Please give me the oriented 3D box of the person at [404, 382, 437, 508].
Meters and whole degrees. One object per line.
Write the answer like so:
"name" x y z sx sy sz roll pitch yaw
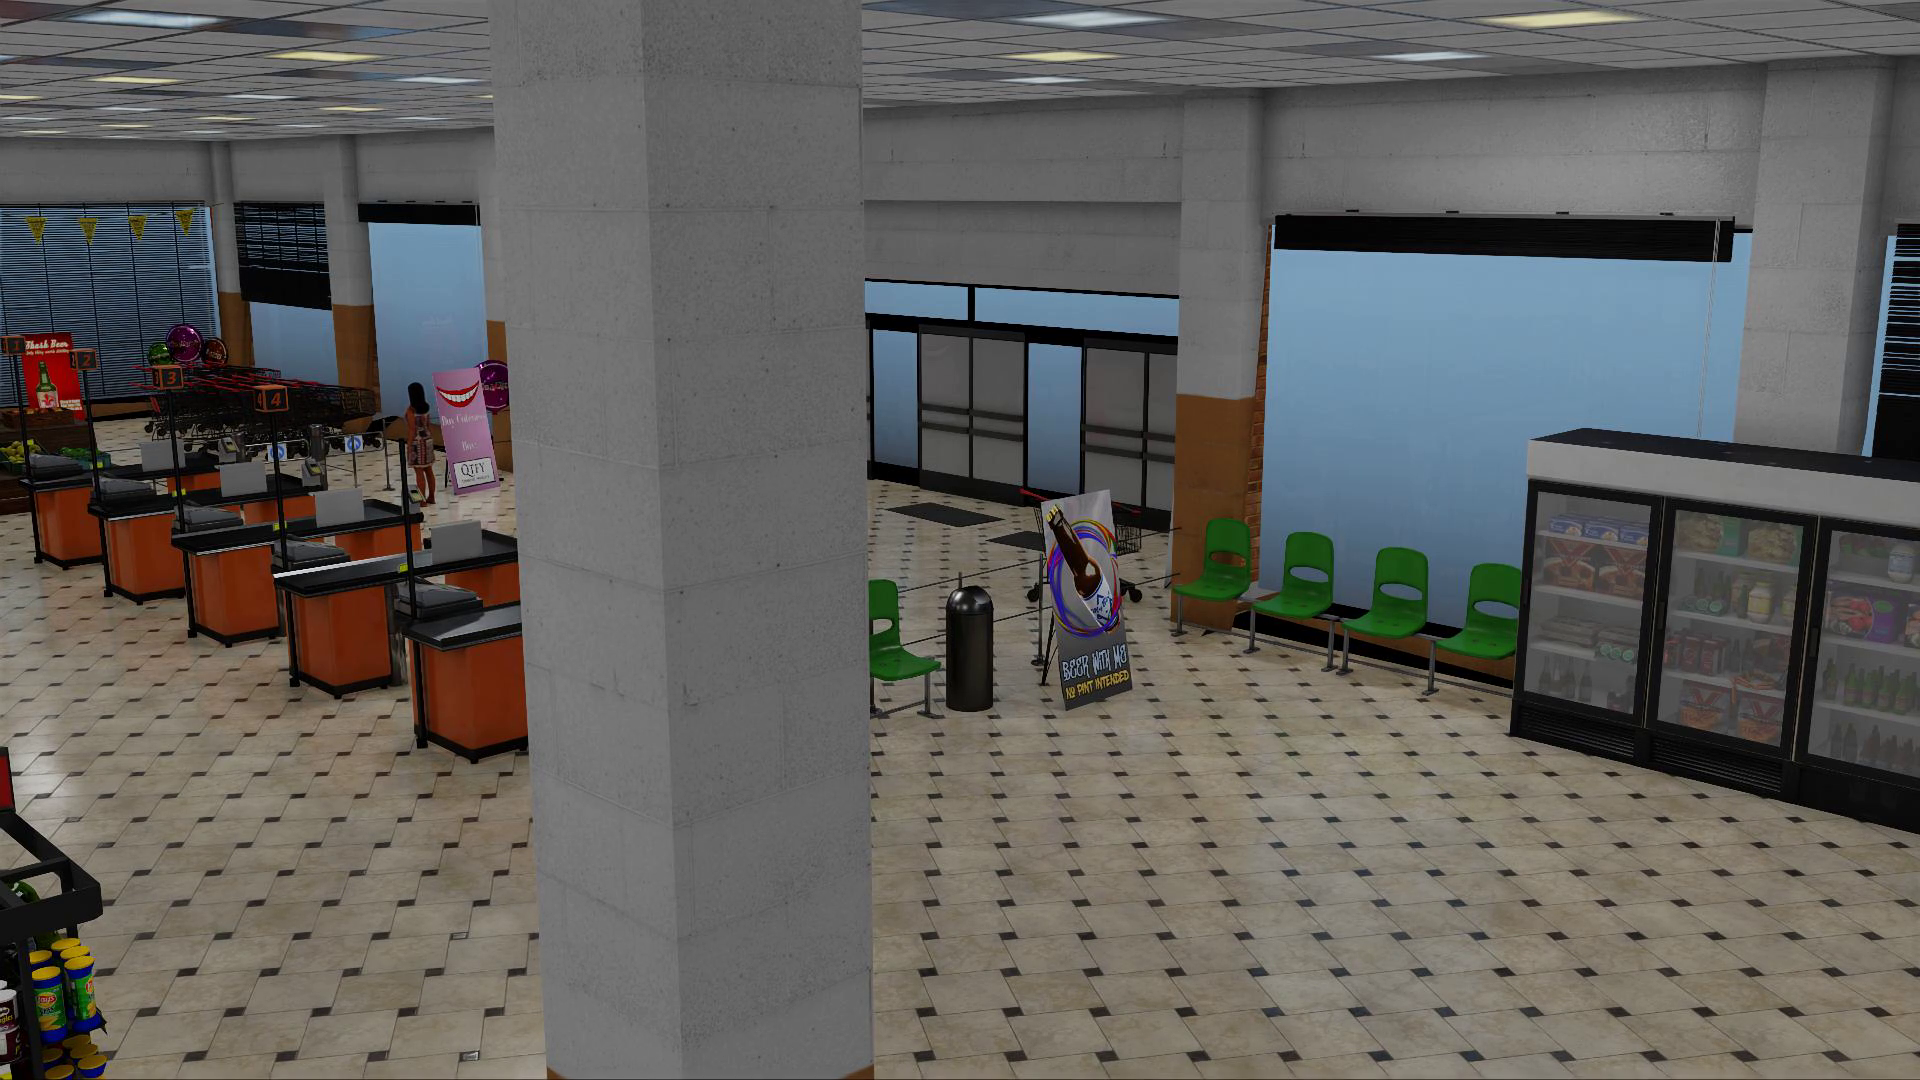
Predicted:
"person" -7.135 -1.269 21.989 0.784 1.645 0.631 4 13 19
